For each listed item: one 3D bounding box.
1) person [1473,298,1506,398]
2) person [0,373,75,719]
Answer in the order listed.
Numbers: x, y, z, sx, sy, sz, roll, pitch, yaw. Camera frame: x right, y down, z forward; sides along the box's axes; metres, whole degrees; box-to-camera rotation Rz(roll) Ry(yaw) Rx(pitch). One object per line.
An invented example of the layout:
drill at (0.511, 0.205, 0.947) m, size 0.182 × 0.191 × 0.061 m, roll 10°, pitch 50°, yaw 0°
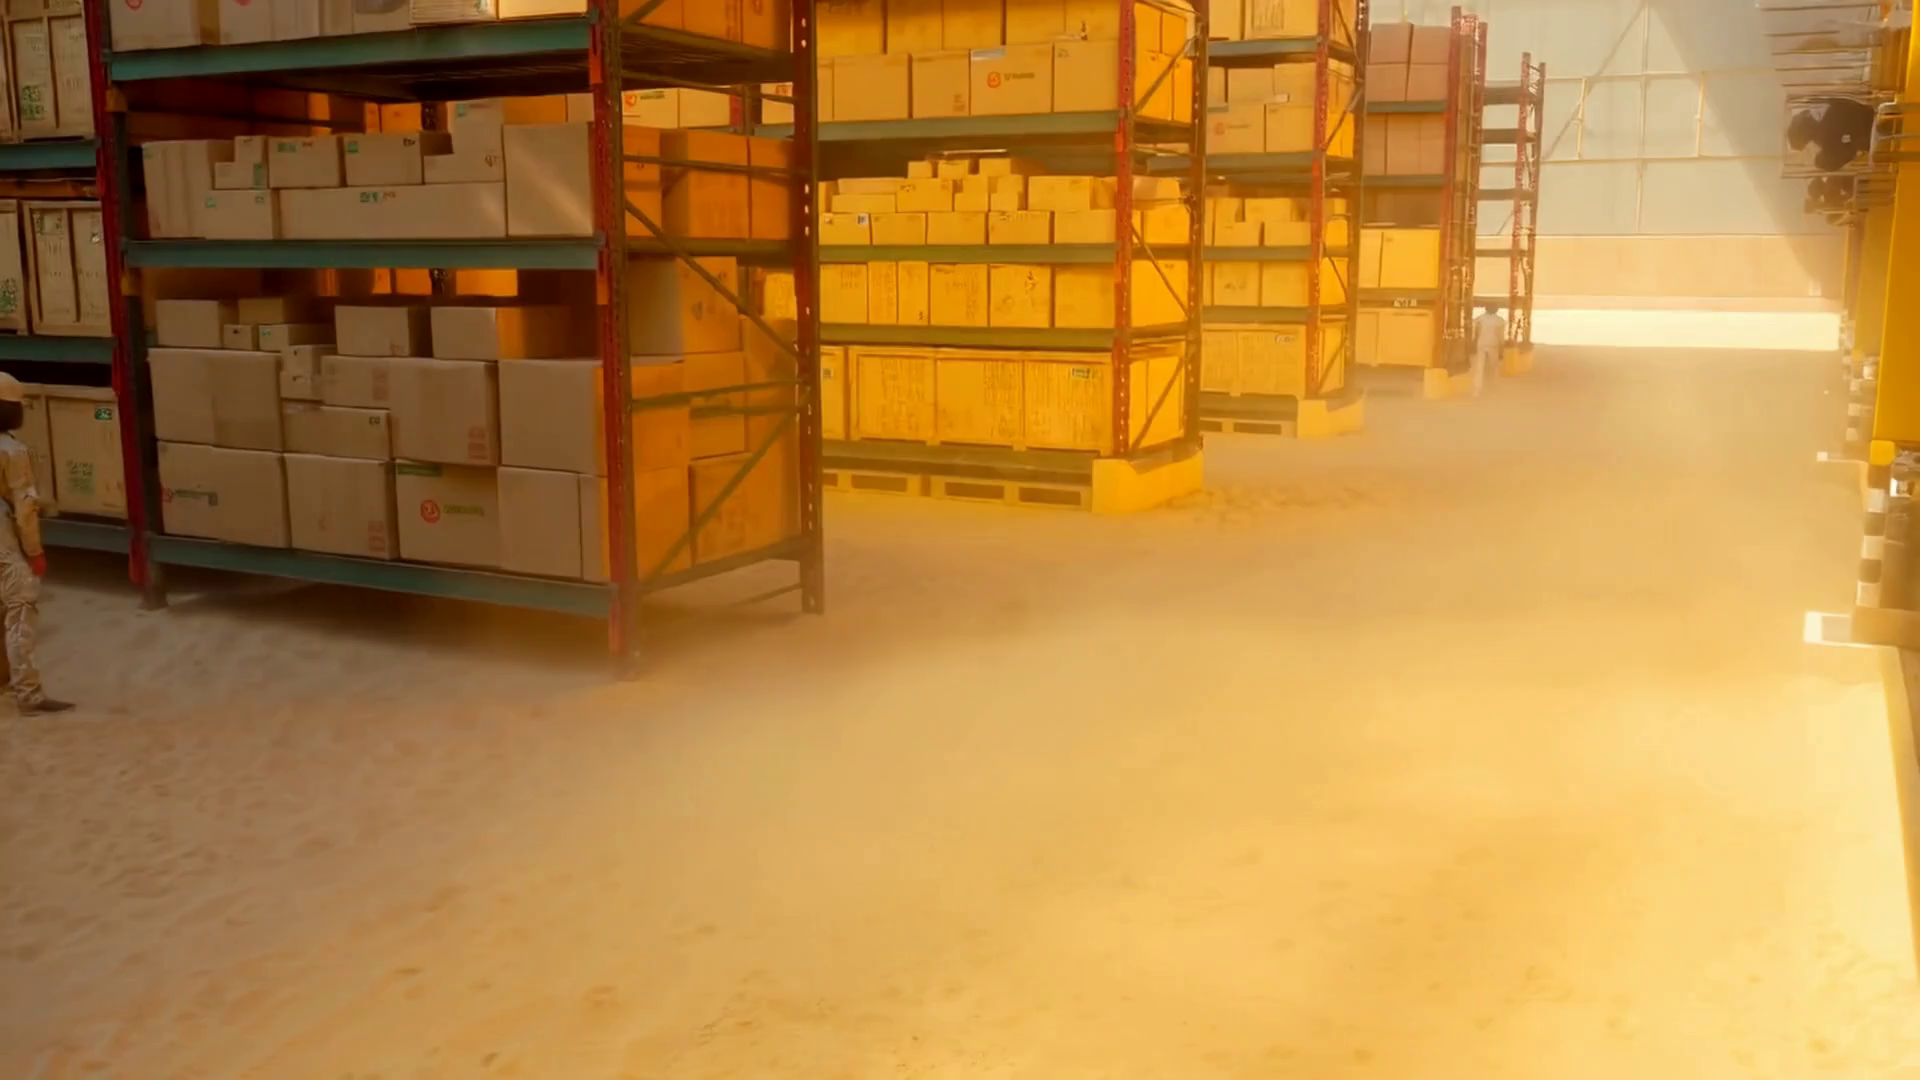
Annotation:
person at (8.457, -3.064, 26.635) m, size 0.515 × 1.618 × 0.723 m, roll 5°, pitch 11°, yaw 26°
person at (-4.781, 0.031, 8.377) m, size 0.484 × 1.738 × 0.305 m, roll 5°, pitch 11°, yaw 27°
